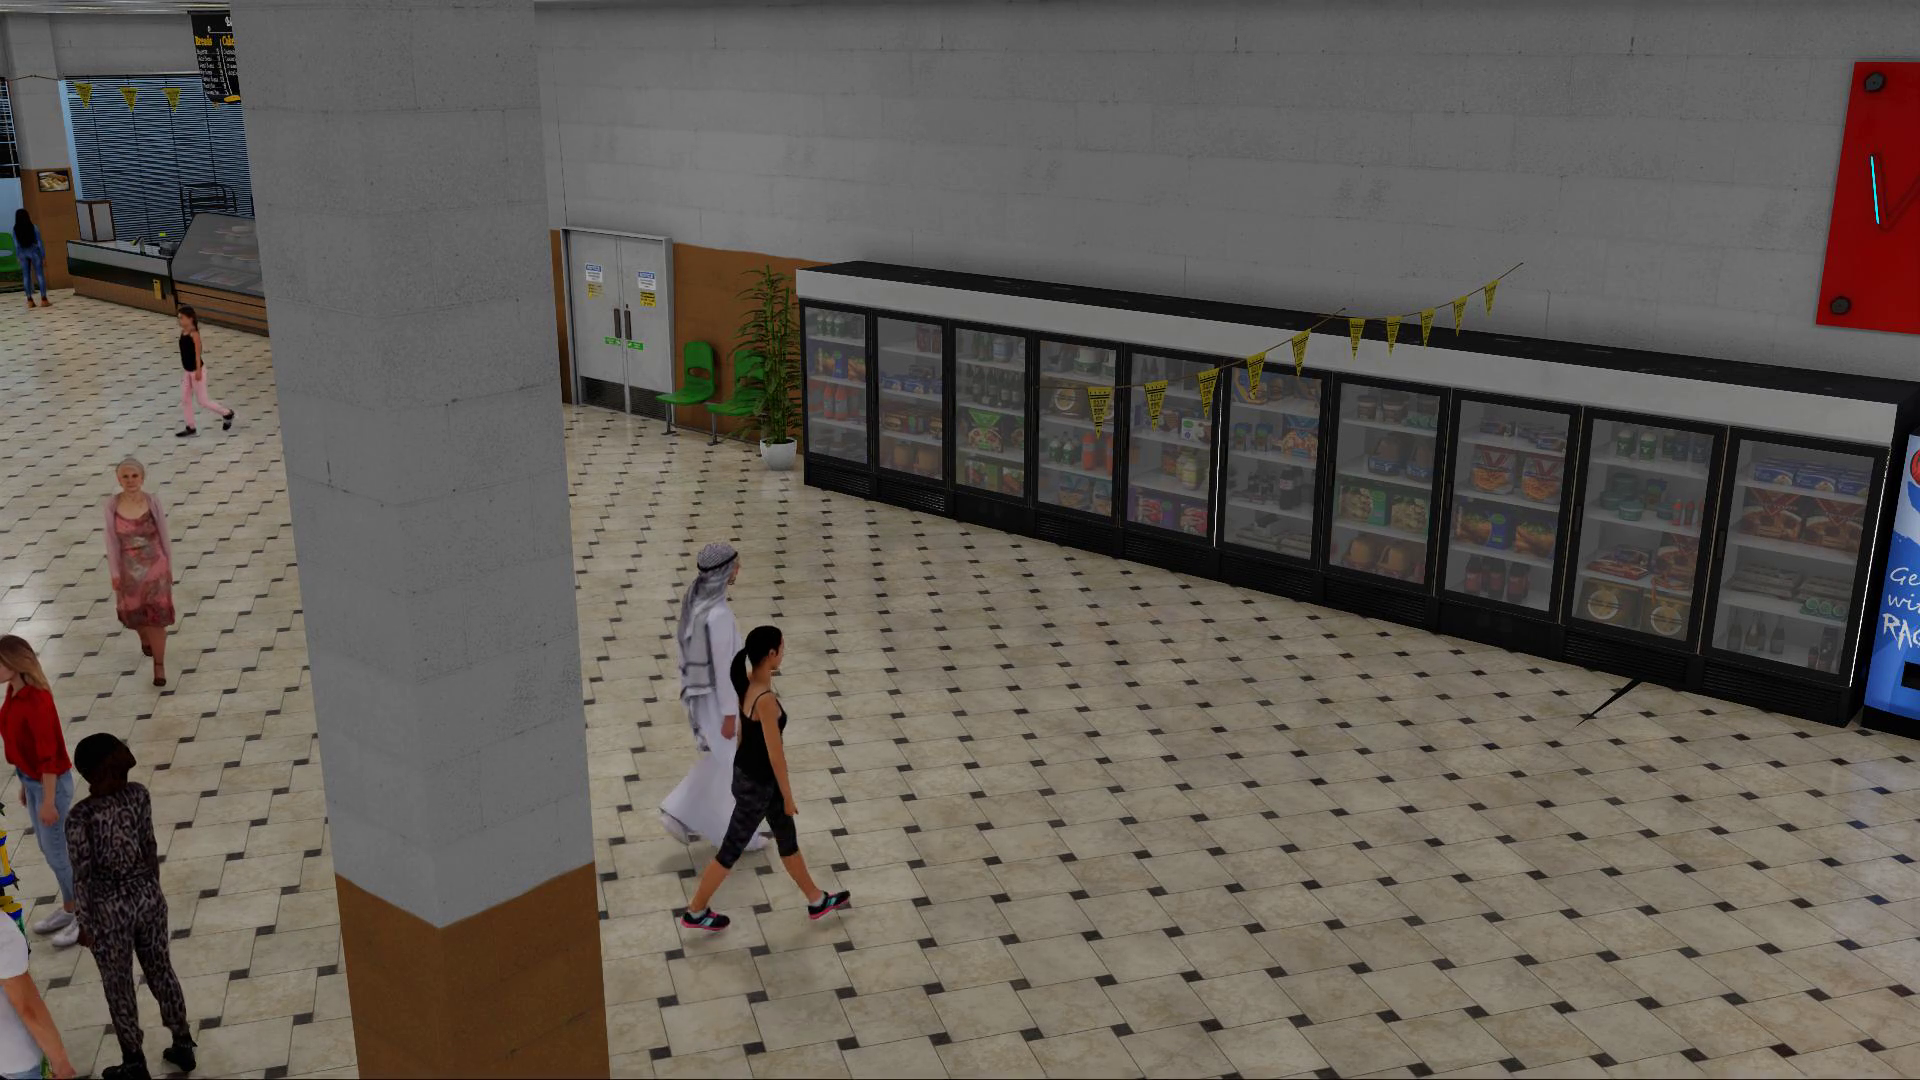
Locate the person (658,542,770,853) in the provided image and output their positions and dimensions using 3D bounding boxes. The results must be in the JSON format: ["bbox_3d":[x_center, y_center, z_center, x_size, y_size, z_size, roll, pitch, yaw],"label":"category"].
[{"bbox_3d":[-1.454,0.942,9.470,0.995,1.912,0.862,-9,19,-27],"label":"person"}]

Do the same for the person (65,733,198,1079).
[{"bbox_3d":[-3.734,1.657,7.449,0.688,1.718,0.580,9,19,26],"label":"person"}]

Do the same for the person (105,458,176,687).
[{"bbox_3d":[-6.071,0.215,12.288,1.047,1.665,0.911,-8,19,-25],"label":"person"}]

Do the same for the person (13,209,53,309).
[{"bbox_3d":[-16.343,-4.954,29.230,0.668,1.711,0.749,-3,17,-11],"label":"person"}]

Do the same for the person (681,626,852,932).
[{"bbox_3d":[-1.156,1.311,8.663,1.200,1.673,0.981,-6,18,-19],"label":"person"}]

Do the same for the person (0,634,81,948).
[{"bbox_3d":[-4.768,1.290,8.684,0.627,1.702,0.544,16,23,42],"label":"person"}]

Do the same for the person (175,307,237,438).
[{"bbox_3d":[-9.036,-1.995,19.780,0.503,1.541,0.925,14,22,38],"label":"person"}]
